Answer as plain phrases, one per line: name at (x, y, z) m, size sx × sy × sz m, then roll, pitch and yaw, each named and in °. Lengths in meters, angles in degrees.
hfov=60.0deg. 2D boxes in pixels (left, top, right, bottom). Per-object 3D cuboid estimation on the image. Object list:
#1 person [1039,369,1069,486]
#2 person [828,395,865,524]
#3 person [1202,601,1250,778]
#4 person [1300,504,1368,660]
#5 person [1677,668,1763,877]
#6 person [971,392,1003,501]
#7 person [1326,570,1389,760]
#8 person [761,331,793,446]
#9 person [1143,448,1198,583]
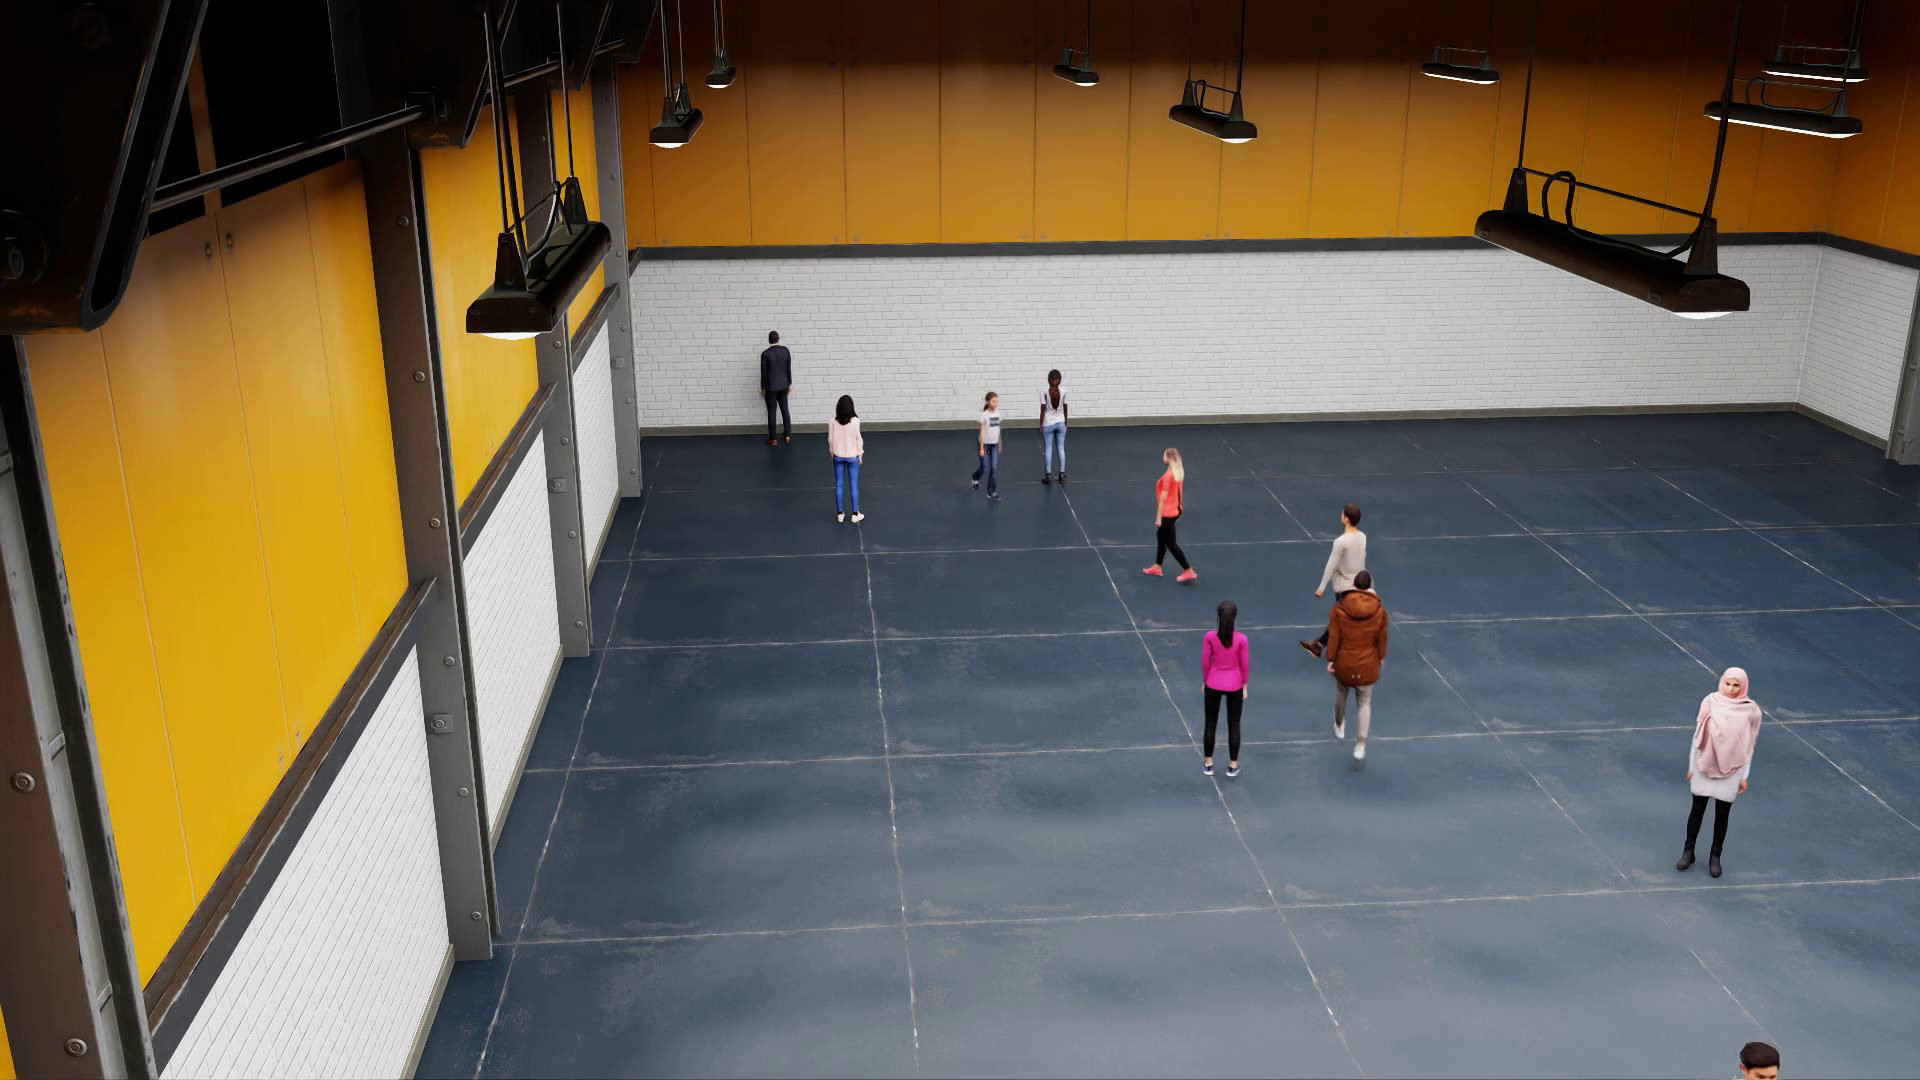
person at (1.378, -1.667, 24.367) m, size 0.609 × 1.719 × 0.563 m, roll -4°, pitch 19°, yaw -12°
person at (-1.553, -1.112, 22.646) m, size 0.710 × 1.766 × 0.663 m, roll 5°, pitch 19°, yaw 13°
person at (2.441, 1.367, 15.388) m, size 0.655 × 1.699 × 0.657 m, roll 4°, pitch 19°, yaw 12°
person at (4.153, 0.568, 17.575) m, size 1.251 × 1.817 × 1.153 m, roll 17°, pitch 25°, yaw 41°
person at (6.236, 1.889, 13.674) m, size 0.737 × 1.803 × 0.763 m, roll 10°, pitch 21°, yaw 26°
person at (0.373, -1.366, 23.730) m, size 0.766 × 1.554 × 0.899 m, roll -12°, pitch 22°, yaw -32°
person at (3.749, 1.210, 15.700) m, size 0.927 × 1.798 × 1.231 m, roll 4°, pitch 19°, yaw 11°
person at (-2.926, -2.433, 26.477) m, size 0.780 × 1.824 × 0.754 m, roll -11°, pitch 21°, yaw -29°
person at (2.636, -0.281, 20.325) m, size 1.009 × 1.671 × 1.027 m, roll 10°, pitch 21°, yaw 27°
